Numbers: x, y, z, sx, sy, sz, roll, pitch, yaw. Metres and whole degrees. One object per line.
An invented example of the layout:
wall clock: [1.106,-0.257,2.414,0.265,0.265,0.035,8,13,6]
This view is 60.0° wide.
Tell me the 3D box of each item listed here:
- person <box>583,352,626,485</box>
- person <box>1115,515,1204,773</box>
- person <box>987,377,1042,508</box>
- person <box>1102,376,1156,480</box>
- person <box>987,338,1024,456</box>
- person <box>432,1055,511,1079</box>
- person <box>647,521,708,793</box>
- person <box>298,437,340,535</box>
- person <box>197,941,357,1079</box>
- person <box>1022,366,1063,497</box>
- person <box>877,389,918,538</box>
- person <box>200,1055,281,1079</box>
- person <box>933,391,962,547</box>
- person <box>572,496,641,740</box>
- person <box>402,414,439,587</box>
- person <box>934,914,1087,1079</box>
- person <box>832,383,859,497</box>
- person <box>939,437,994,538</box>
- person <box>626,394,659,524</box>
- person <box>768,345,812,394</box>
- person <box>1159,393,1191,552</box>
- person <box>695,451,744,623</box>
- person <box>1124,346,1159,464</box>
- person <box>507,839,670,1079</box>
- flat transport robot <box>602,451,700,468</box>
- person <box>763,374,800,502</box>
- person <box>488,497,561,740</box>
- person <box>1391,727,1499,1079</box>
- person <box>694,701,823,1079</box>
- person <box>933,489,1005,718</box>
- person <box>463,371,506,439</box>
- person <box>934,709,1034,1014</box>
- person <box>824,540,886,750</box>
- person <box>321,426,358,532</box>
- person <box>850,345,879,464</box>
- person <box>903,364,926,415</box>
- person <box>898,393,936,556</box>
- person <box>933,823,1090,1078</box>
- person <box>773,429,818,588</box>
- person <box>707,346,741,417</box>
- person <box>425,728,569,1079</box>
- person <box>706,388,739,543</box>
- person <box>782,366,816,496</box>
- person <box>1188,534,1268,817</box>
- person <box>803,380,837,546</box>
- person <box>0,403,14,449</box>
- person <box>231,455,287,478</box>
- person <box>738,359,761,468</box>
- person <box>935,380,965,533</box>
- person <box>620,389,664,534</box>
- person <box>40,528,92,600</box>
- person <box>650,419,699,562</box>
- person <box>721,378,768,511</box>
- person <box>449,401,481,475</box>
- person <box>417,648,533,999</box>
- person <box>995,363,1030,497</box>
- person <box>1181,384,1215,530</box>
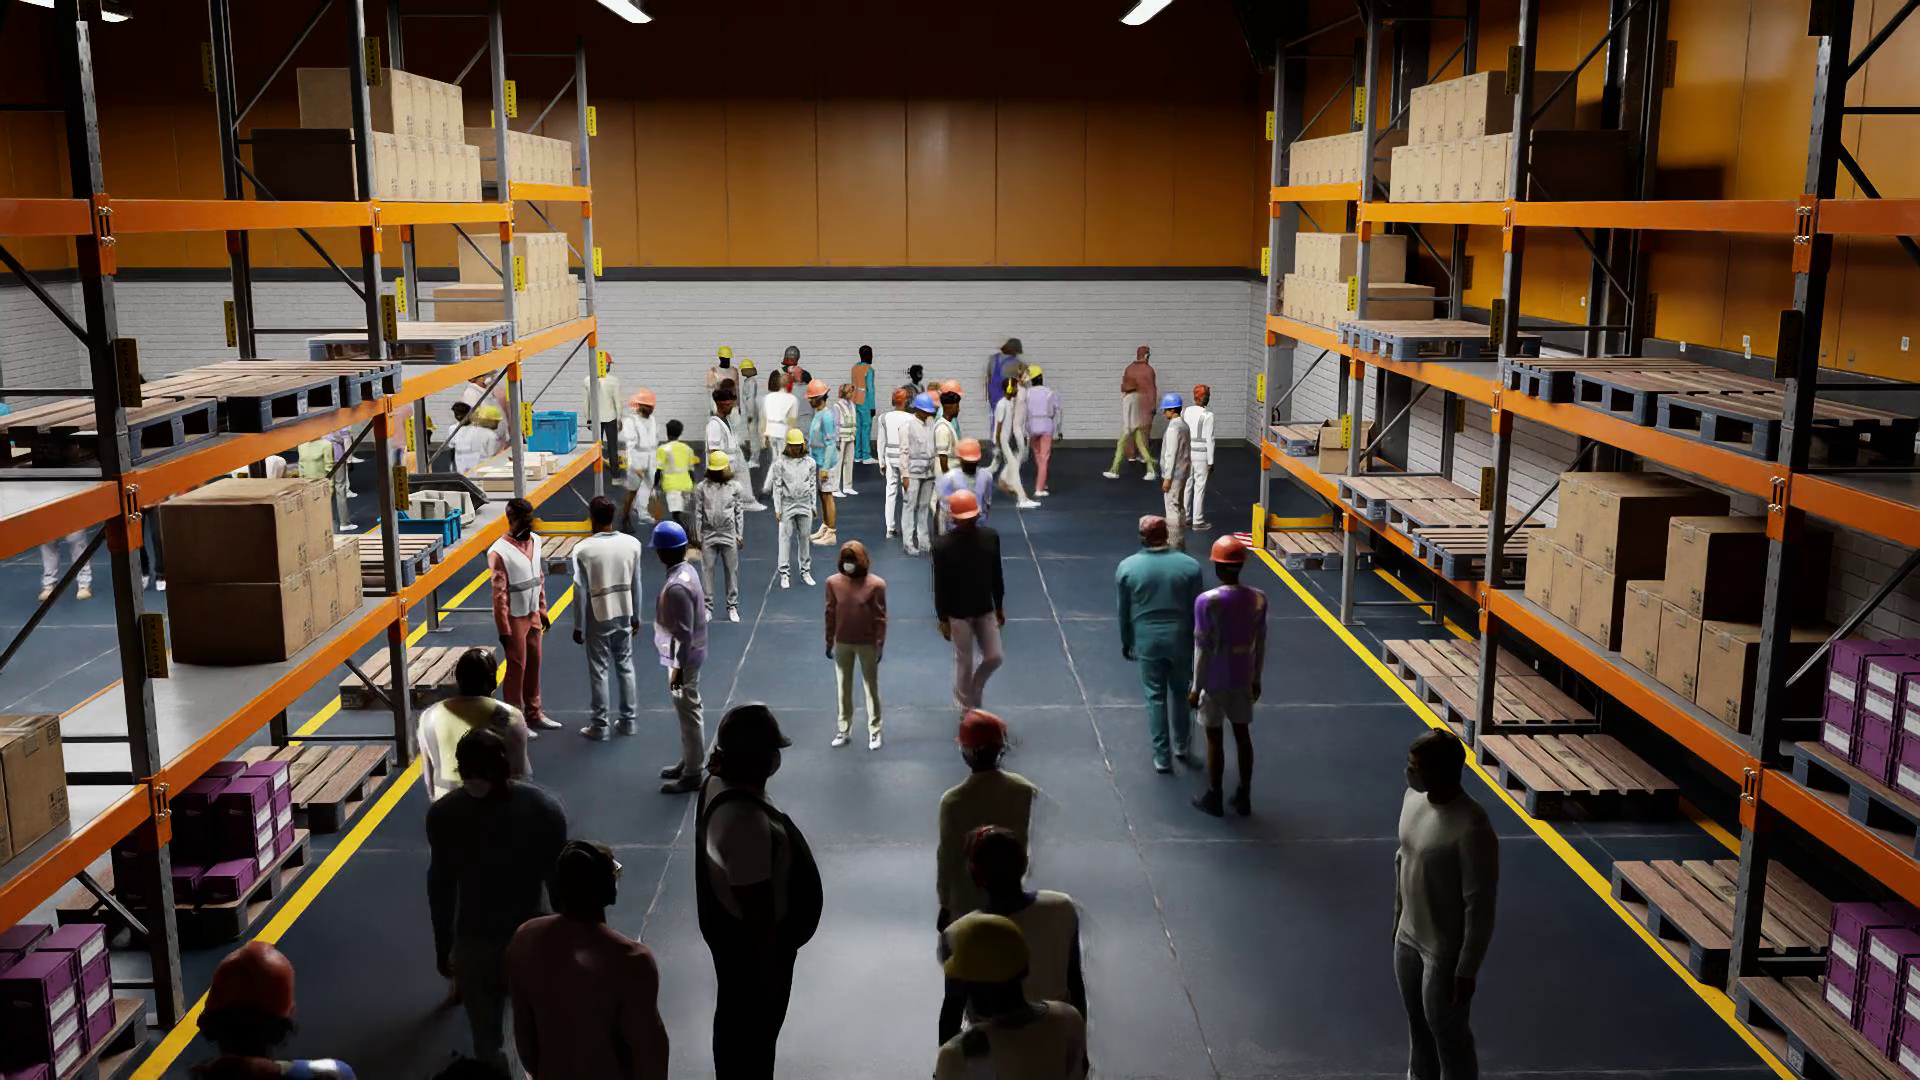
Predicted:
person: [-5.321,-1.818,24.872,0.612,1.991,0.392,2,12,12]
person: [1.483,0.746,12.338,0.679,1.868,0.711,1,11,4]
person: [0.597,-1.350,23.002,1.003,1.816,0.530,1,11,5]
person: [2.616,-1.703,25.304,0.864,1.594,0.494,9,14,37]
person: [0.772,-2.432,27.828,0.533,2.000,0.789,-11,15,-43]
person: [-1.292,2.271,4.470,0.637,1.945,0.485,-10,15,-42]
person: [-1.981,0.819,11.765,0.402,1.944,0.605,-1,11,-7]
person: [-7.515,-0.617,19.444,0.528,1.759,0.341,5,12,23]
person: [-2.095,2.156,4.885,0.668,2.006,0.678,-10,15,-41]
person: [1.183,-1.580,24.008,0.617,1.863,0.925,3,12,16]
person: [-0.742,-0.953,20.800,0.587,1.883,0.341,4,12,21]
person: [-2.091,2.299,4.643,0.987,1.836,0.587,-1,11,-6]
person: [-0.166,-0.823,19.991,0.382,1.957,0.599,0,11,1]
person: [-2.733,0.606,12.937,0.592,1.909,0.404,-11,15,-43]
person: [-5.860,-0.431,18.117,0.409,1.917,0.584,-3,12,-17]
person: [0.149,2.123,5.473,0.598,1.873,0.920,-9,14,-38]
person: [-1.650,-1.434,23.867,0.314,1.632,0.522,7,13,32]
person: [0.033,-0.145,16.785,0.555,1.890,0.830,-3,12,-13]
person: [-4.135,-1.057,21.700,0.376,1.729,0.586,2,12,12]
person: [-2.559,-1.968,25.502,0.688,2.000,0.536,2,11,9]
person: [2.552,-0.781,19.833,0.420,1.932,0.623,4,12,21]
person: [-2.390,-0.028,16.542,0.483,1.735,0.311,-1,11,-7]
person: [2.961,-2.192,26.968,0.408,1.906,0.638,-9,14,-38]
person: [-1.295,1.987,5.925,0.630,1.940,0.372,5,12,24]
flat transport robot: [-4.977,-1.333,26.772,1.431,0.197,0.652,-6,13,-27]
person: [-2.504,-1.432,23.395,0.578,1.807,0.484,8,14,35]
person: [-3.424,0.602,12.956,0.408,1.909,0.591,4,12,18]
person: [2.059,1.737,7.182,0.351,1.936,0.634,-3,12,-14]
person: [-0.864,1.678,7.217,0.537,2.000,0.678,-5,12,-22]
person: [0.087,0.557,13.013,0.647,1.969,0.440,-7,13,-31]
person: [-6.560,-1.476,23.034,0.538,2.000,0.689,0,11,1]
person: [0.100,1.667,8.026,0.585,1.736,0.372,-9,14,-39]
person: [-0.795,0.796,12.688,0.503,1.627,0.287,3,12,16]
person: [-8.027,-1.059,21.223,0.589,1.930,0.356,1,11,4]
person: [-1.564,-2.197,26.954,0.399,1.920,0.590,-7,13,-33]
person: [-0.743,-1.942,26.231,0.461,1.684,0.535,7,13,31]
person: [-0.476,-0.789,19.847,0.403,1.938,0.602,11,15,43]
person: [0.178,1.963,6.380,0.576,1.817,0.581,-8,14,-34]
person: [-1.781,-0.347,18.120,0.492,1.743,0.296,-5,12,-25]
person: [-3.794,-2.181,26.880,0.588,1.919,0.394,-9,15,-39]
person: [-1.995,1.724,7.316,0.656,1.915,0.640,1,11,4]
person: [-2.894,-0.876,20.213,0.362,1.963,0.613,1,11,4]
person: [-2.336,-1.537,23.732,0.396,1.897,0.651,10,15,42]
person: [1.800,0.921,11.286,0.553,1.935,0.371,-5,12,-22]
person: [-1.708,-0.943,20.378,0.392,2.034,0.605,-3,12,-14]
person: [-13.436,-1.332,23.067,0.572,1.740,0.351,-7,13,-30]
person: [-7.259,-0.236,17.339,0.561,1.836,0.389,-10,15,-42]
person: [-3.364,-2.024,26.544,0.320,1.738,0.484,-2,11,-11]
person: [-0.135,-1.011,20.815,0.397,1.992,0.622,1,11,5]
person: [-3.980,-0.957,20.867,0.550,1.885,1.026,-11,16,-43]
person: [-9.504,-0.370,17.489,0.694,2.000,0.540,-2,11,-9]
person: [-3.298,-0.582,19.570,0.796,1.651,0.593,8,14,35]
person: [-3.101,-1.280,22.492,0.895,1.856,0.594,-2,11,-9]
person: [-6.280,-0.965,21.384,0.586,1.670,0.412,2,11,10]
person: [-2.519,1.465,8.837,0.664,1.813,0.781,2,11,11]
person: [0.791,-1.586,23.899,0.606,1.912,0.642,4,12,20]
person: [3.053,-1.061,21.381,0.350,1.878,0.567,-8,14,-36]
